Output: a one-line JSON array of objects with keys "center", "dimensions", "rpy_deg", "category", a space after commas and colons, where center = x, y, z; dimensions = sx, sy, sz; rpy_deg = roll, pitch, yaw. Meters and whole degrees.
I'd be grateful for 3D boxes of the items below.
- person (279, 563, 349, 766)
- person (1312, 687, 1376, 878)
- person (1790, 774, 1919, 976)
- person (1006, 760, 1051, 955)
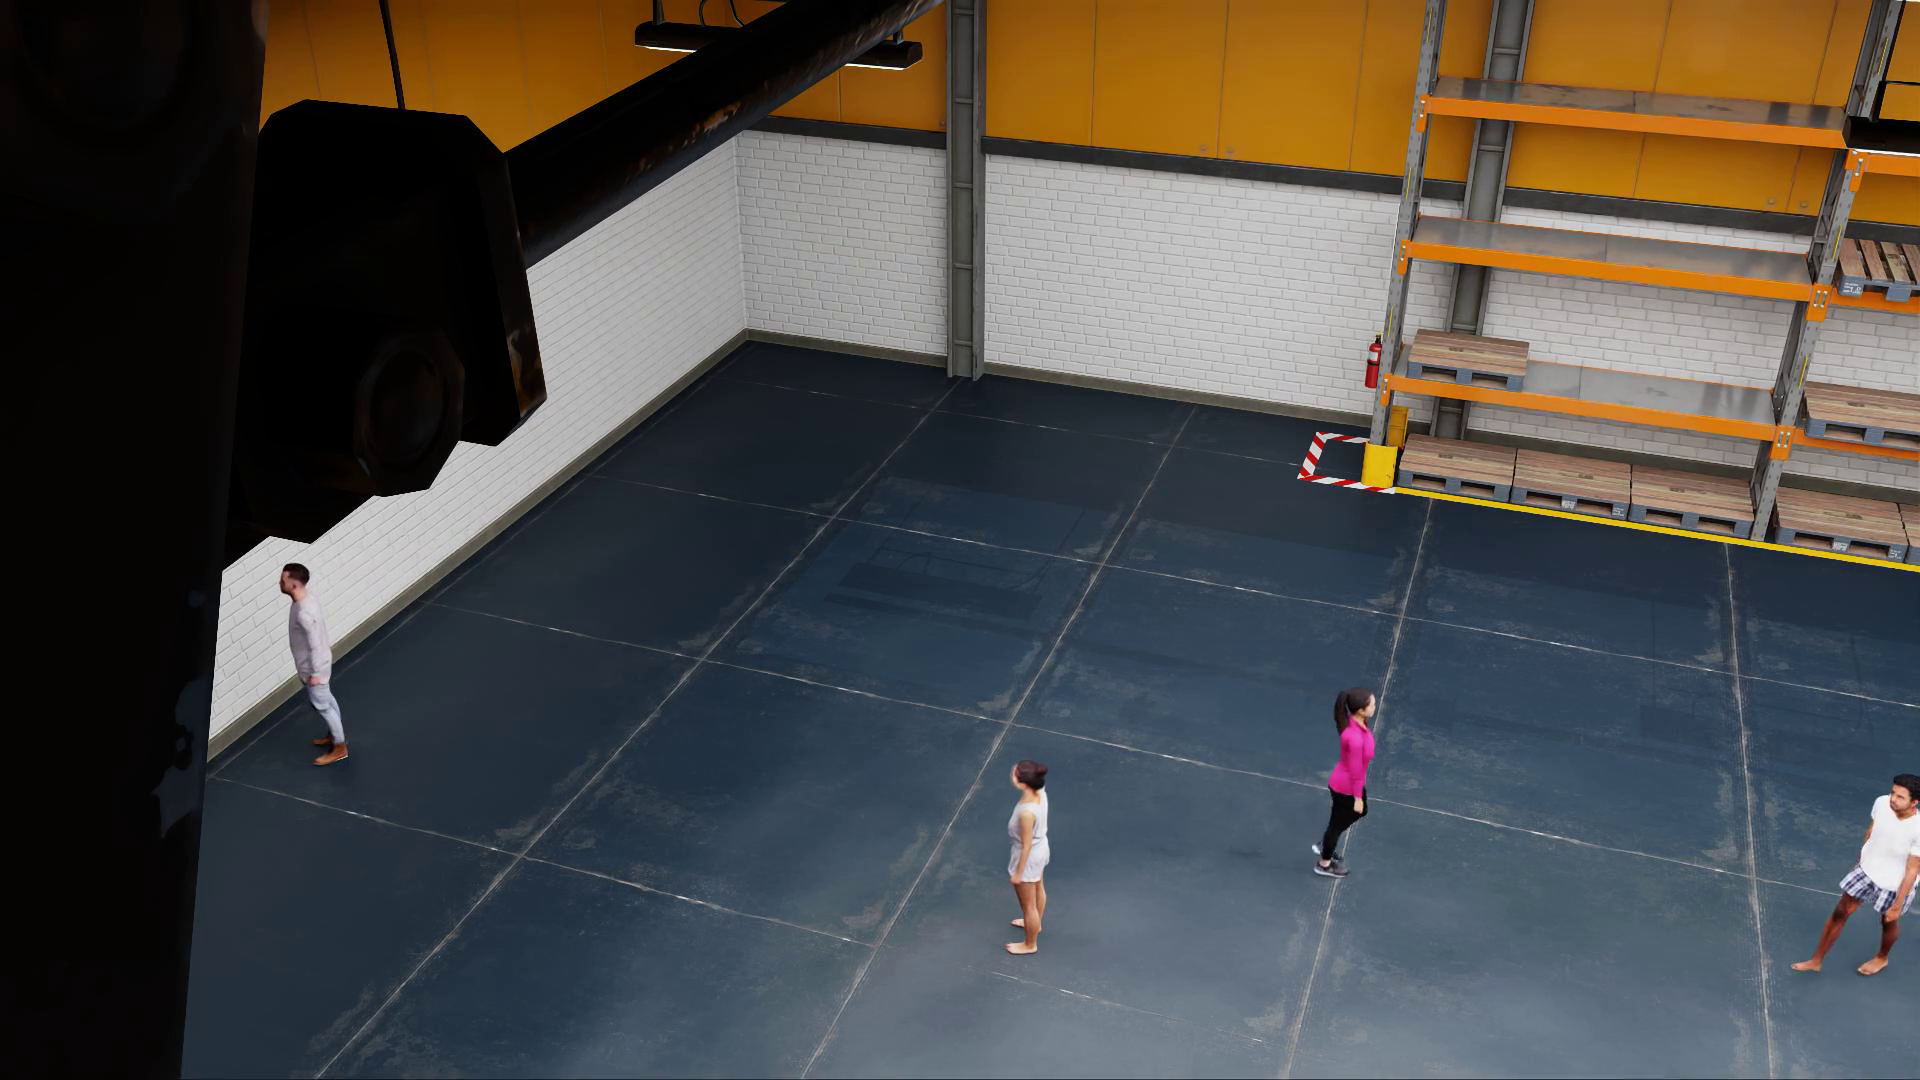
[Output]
[{"center": [-5.313, 0.996, 13.682], "dimensions": [0.793, 1.839, 0.752], "rpy_deg": [-11, 30, -19], "category": "person"}, {"center": [2.790, 1.801, 12.363], "dimensions": [0.619, 1.689, 0.609], "rpy_deg": [7, 29, 12], "category": "person"}, {"center": [6.420, 2.311, 11.417], "dimensions": [1.107, 1.699, 1.027], "rpy_deg": [-12, 31, -20], "category": "person"}, {"center": [0.492, 2.198, 11.694], "dimensions": [0.530, 1.632, 0.582], "rpy_deg": [7, 29, 12], "category": "person"}]
